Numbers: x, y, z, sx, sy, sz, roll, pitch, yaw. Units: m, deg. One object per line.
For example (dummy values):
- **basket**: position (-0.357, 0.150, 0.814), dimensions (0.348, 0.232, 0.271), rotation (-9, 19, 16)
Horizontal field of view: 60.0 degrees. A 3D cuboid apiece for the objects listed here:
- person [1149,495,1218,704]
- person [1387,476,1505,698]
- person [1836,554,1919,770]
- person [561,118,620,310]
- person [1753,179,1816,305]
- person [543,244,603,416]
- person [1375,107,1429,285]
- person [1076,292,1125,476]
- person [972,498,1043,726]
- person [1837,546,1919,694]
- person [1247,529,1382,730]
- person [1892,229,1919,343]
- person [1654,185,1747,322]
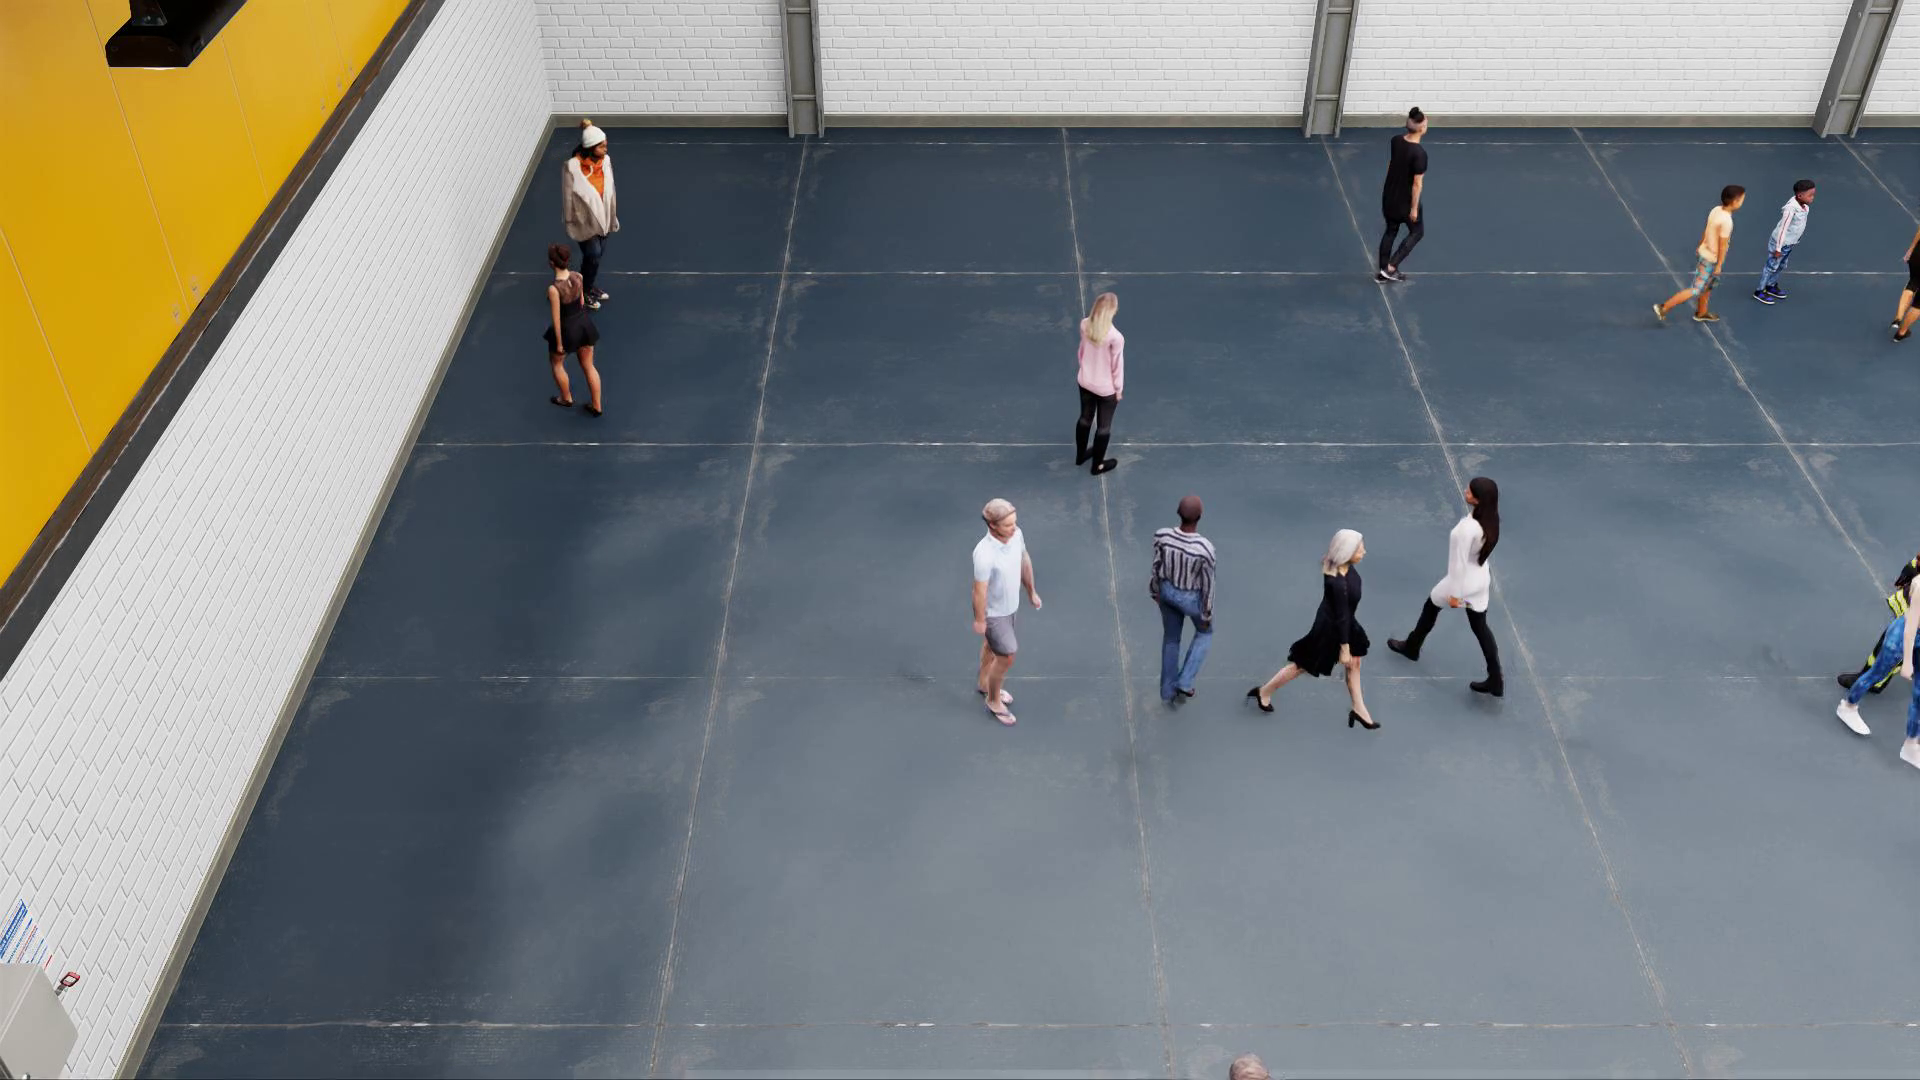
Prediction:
- **person**: position (1.503, 0.483, 11.433), dimensions (0.707, 1.783, 0.824), rotation (20, 43, 24)
- **person**: position (3.606, 0.354, 11.613), dimensions (1.148, 1.760, 1.174), rotation (-31, 48, -33)
- **person**: position (6.325, 0.660, 11.230), dimensions (1.015, 1.759, 0.862), rotation (-14, 41, -16)
- **person**: position (-3.598, -3.117, 15.870), dimensions (0.889, 1.872, 0.850), rotation (30, 47, 32)
- **person**: position (7.992, -2.918, 16.111), dimensions (0.560, 1.259, 0.627), rotation (-26, 45, -29)
- **person**: position (-3.293, -1.773, 14.355), dimensions (0.896, 1.662, 0.812), rotation (24, 44, 27)
- **person**: position (4.228, -3.316, 16.130), dimensions (0.771, 1.857, 0.797), rotation (-14, 41, -17)
- **person**: position (1.134, -1.292, 13.733), dimensions (0.744, 1.686, 0.687), rotation (-31, 48, -33)
- **person**: position (0.187, 0.420, 11.484), dimensions (0.819, 1.818, 0.788), rotation (19, 42, 23)
- **person**: position (6.916, 0.375, 11.563), dimensions (1.224, 1.789, 0.891), rotation (7, 39, 8)
- **person**: position (2.434, 0.639, 11.309), dimensions (1.223, 1.695, 0.762), rotation (7, 39, 9)
- **person**: position (8.944, -2.567, 15.352), dimensions (0.781, 1.658, 0.730), rotation (-29, 47, -31)
- **person**: position (6.986, -2.649, 15.631), dimensions (0.912, 1.439, 0.568), rotation (0, 39, 0)
